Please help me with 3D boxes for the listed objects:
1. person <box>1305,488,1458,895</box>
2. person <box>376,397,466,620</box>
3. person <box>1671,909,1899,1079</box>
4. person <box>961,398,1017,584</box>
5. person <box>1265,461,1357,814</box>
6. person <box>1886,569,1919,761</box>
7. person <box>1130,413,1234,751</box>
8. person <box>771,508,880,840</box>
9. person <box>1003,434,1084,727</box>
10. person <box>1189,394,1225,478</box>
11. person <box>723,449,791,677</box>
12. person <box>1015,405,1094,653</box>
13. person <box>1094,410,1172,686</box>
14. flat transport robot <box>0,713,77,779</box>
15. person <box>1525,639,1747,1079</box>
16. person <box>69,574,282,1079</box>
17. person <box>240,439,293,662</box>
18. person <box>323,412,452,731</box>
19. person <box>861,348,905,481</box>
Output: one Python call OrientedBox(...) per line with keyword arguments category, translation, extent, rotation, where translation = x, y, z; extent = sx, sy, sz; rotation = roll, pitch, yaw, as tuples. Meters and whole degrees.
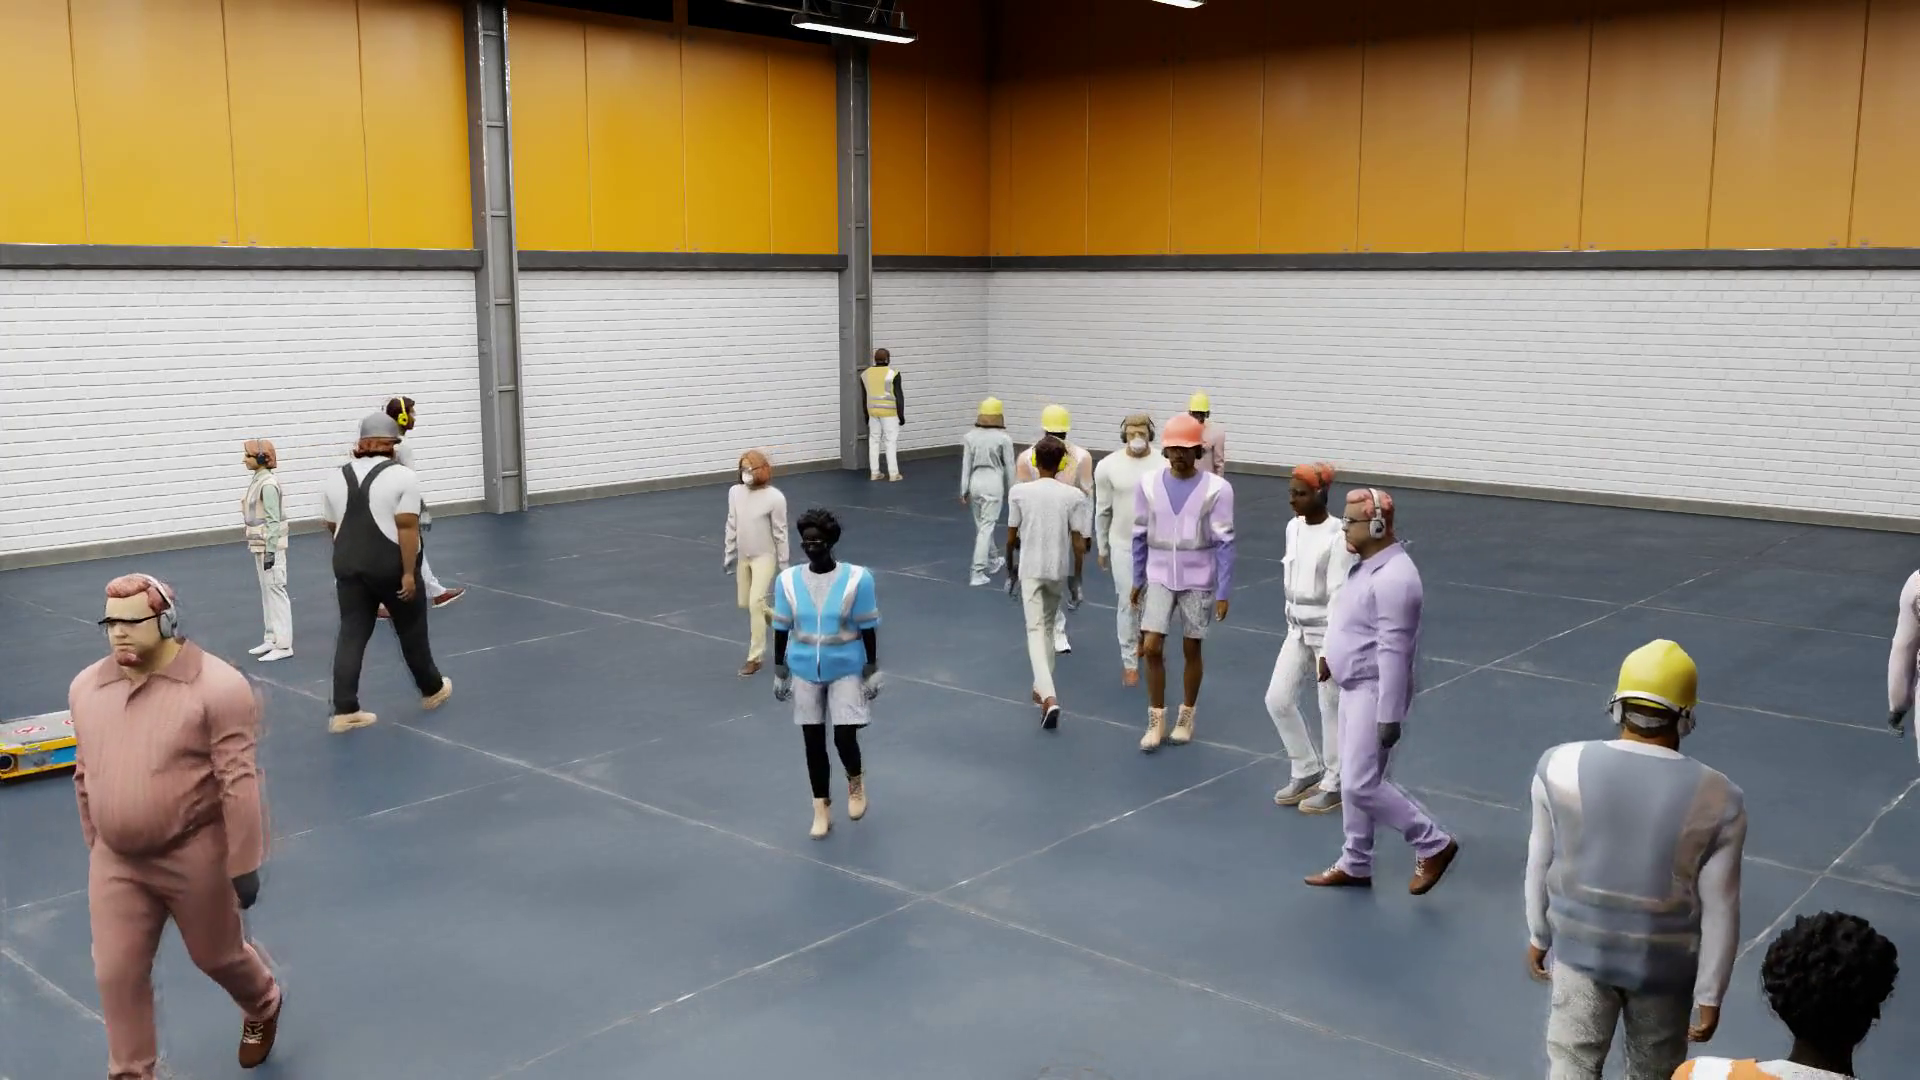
OrientedBox(category="person", translation=(1.917, 0.702, 7.538), extent=(0.542, 1.895, 0.658), rotation=(0, 9, 1))
OrientedBox(category="person", translation=(-4.549, -0.273, 13.844), extent=(0.941, 1.827, 0.551), rotation=(-7, 11, -37))
OrientedBox(category="person", translation=(1.518, 1.517, 3.037), extent=(0.539, 1.679, 0.557), rotation=(6, 11, 35))
OrientedBox(category="person", translation=(0.296, -0.467, 15.467), extent=(0.503, 1.691, 0.898), rotation=(5, 10, 29))
OrientedBox(category="person", translation=(1.860, 0.519, 8.719), extent=(0.495, 1.867, 0.597), rotation=(-4, 10, -25))
OrientedBox(category="person", translation=(4.479, 0.754, 7.370), extent=(0.659, 1.847, 0.972), rotation=(5, 10, 27))
OrientedBox(category="person", translation=(1.282, 0.265, 9.848), extent=(0.646, 2.020, 0.720), rotation=(3, 10, 20))
OrientedBox(category="person", translation=(-0.678, 0.668, 8.353), extent=(0.556, 1.682, 0.378), rotation=(2, 9, 11))
OrientedBox(category="person", translation=(0.546, 0.245, 10.614), extent=(0.504, 1.830, 0.928), rotation=(-1, 9, -8))
OrientedBox(category="person", translation=(2.257, -0.548, 15.921), extent=(0.536, 1.722, 0.917), rotation=(3, 10, 18))
OrientedBox(category="person", translation=(-1.420, 0.133, 11.964), extent=(0.490, 1.606, 0.656), rotation=(6, 11, 34))
OrientedBox(category="person", translation=(0.720, -0.122, 12.816), extent=(0.588, 1.864, 0.997), rotation=(-2, 9, -13))
OrientedBox(category="person", translation=(1.254, 0.020, 11.754), extent=(0.630, 1.905, 0.856), rotation=(0, 9, 1))
OrientedBox(category="flat transport robot", translation=(-5.184, 1.160, 9.707), extent=(0.652, 0.197, 1.431), rotation=(9, 12, 44))
OrientedBox(category="person", translation=(1.893, 1.188, 4.741), extent=(0.594, 1.807, 0.740), rotation=(5, 10, 28))
OrientedBox(category="person", translation=(-2.636, 1.018, 5.589), extent=(0.649, 1.873, 0.897), rotation=(1, 9, 4))
OrientedBox(category="person", translation=(-5.113, 0.070, 12.274), extent=(0.308, 1.641, 0.517), rotation=(-6, 11, -32))
OrientedBox(category="person", translation=(-3.681, 0.138, 10.591), extent=(0.718, 2.000, 1.011), rotation=(2, 9, 14))
OrientedBox(category="person", translation=(-1.052, -1.727, 22.956), extent=(0.619, 1.839, 0.429), rotation=(5, 10, 27))
